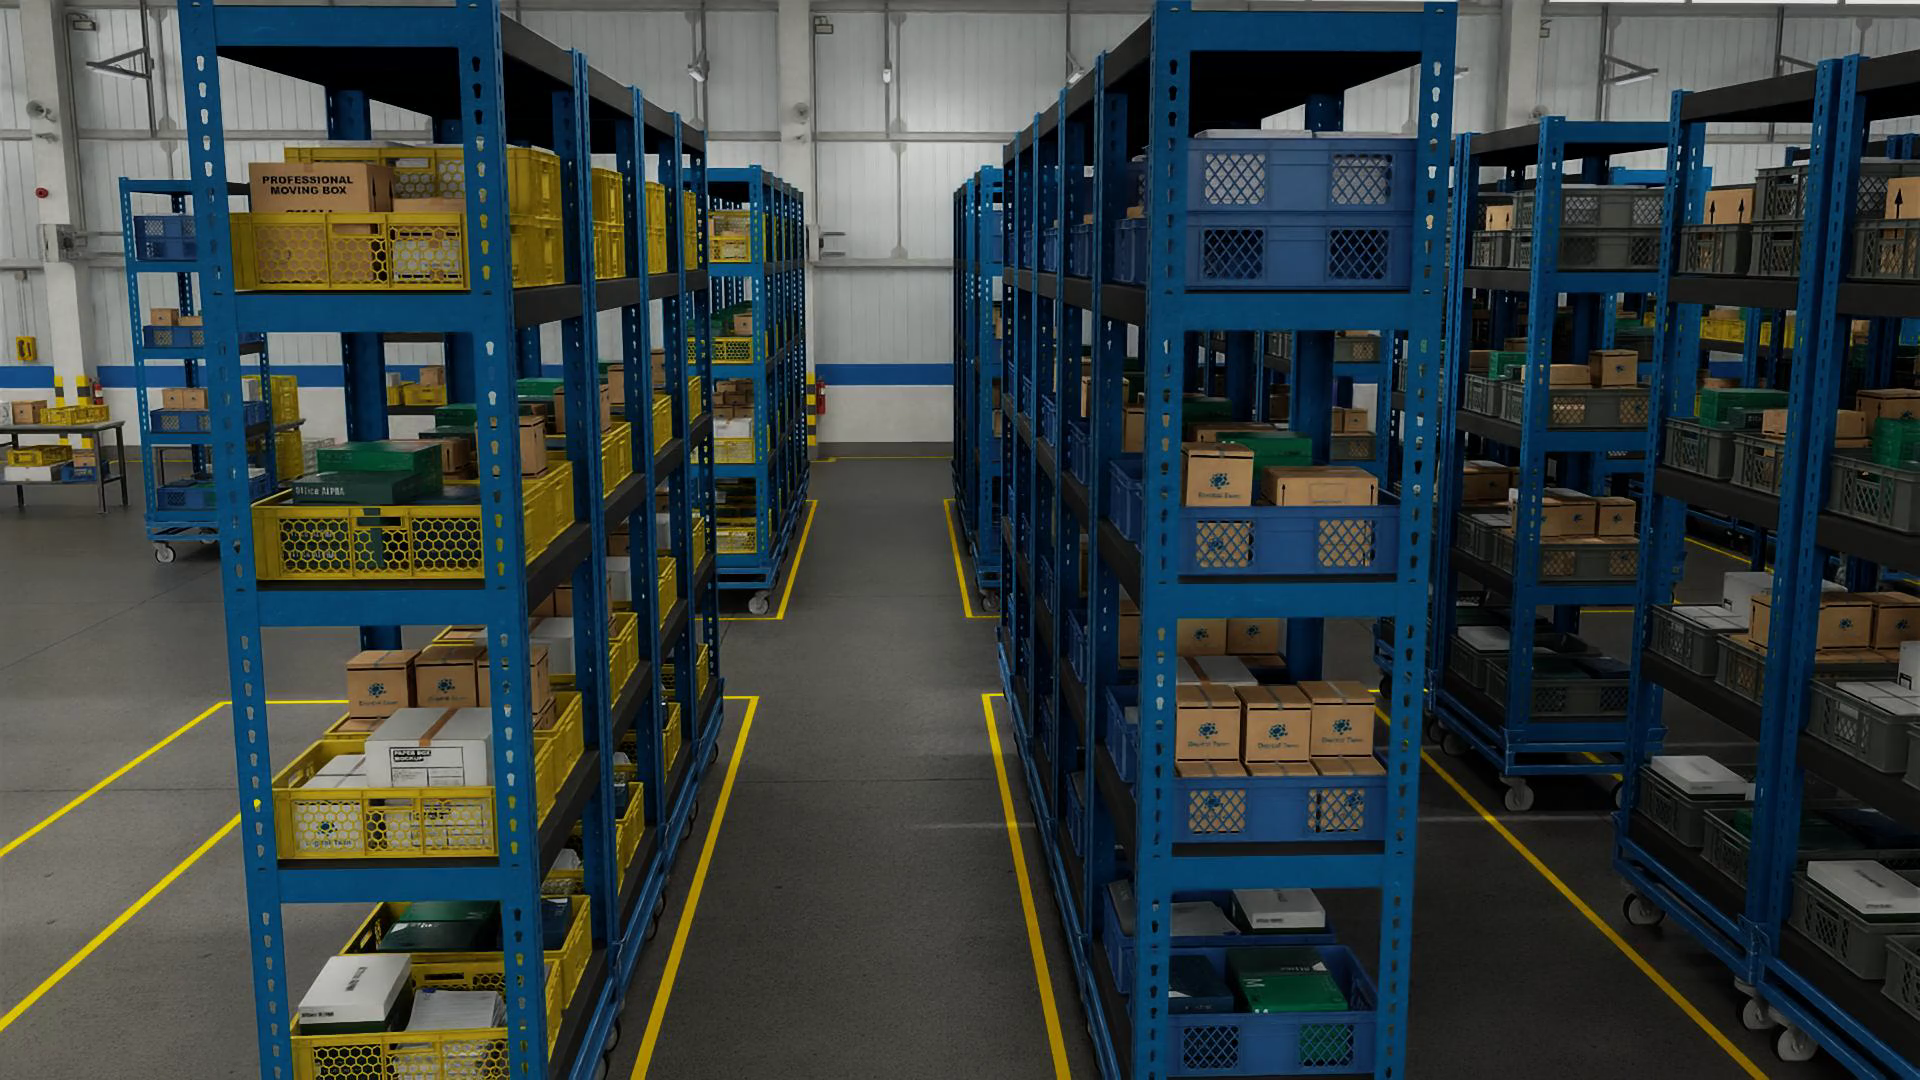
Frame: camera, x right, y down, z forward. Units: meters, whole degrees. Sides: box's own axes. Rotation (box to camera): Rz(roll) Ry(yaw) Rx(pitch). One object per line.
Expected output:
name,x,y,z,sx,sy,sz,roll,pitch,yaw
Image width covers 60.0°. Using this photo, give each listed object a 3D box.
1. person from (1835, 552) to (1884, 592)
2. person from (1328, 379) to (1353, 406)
person,6.699,-0.084,12.251,0.587,1.833,0.404,-4,11,-24
person,3.914,-1.066,17.820,0.564,1.840,0.397,0,10,0
